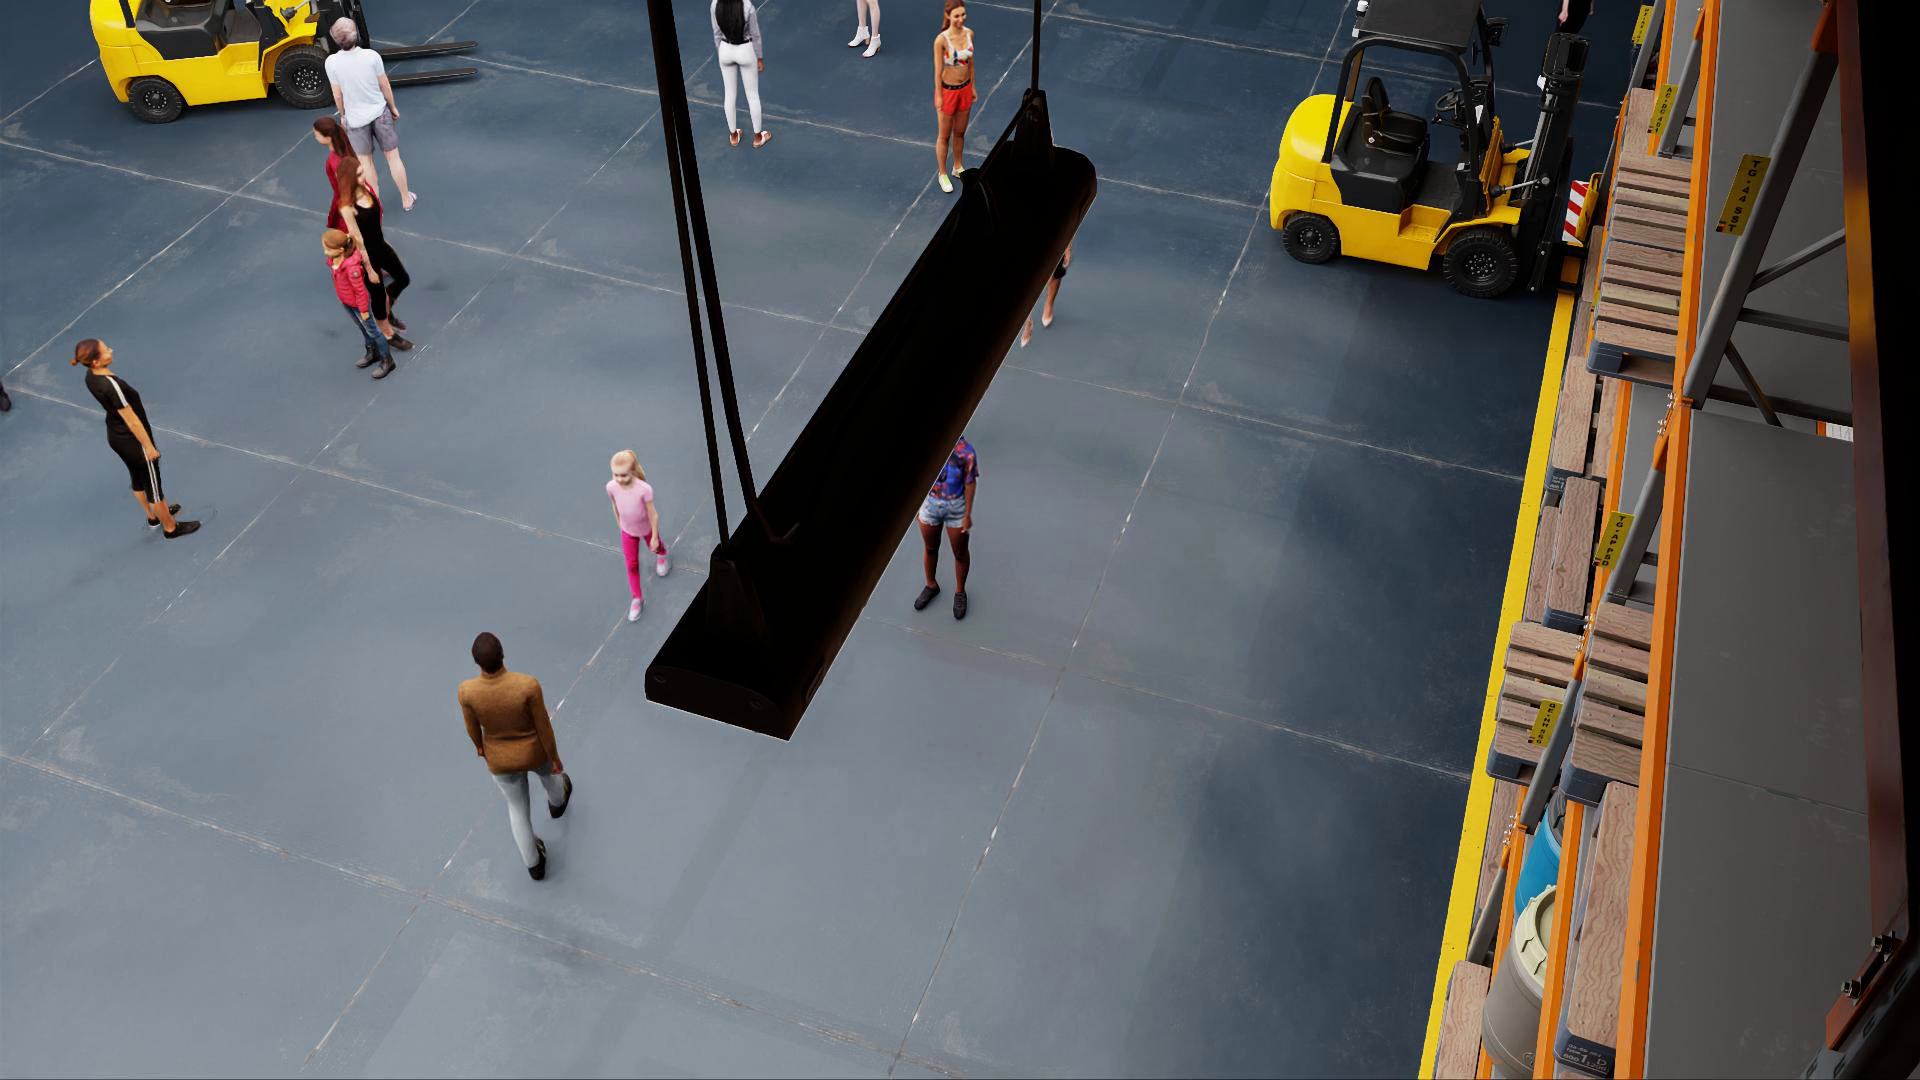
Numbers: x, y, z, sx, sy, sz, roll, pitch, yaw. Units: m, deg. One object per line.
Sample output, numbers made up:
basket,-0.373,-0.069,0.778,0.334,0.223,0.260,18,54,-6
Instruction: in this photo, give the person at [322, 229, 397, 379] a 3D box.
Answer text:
person,-4.708,-1.875,13.004,0.570,1.314,0.581,32,52,29

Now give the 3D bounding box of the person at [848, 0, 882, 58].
person,-0.969,-5.784,16.736,0.703,1.827,0.672,-24,48,-23

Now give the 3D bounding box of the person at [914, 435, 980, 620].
person,-0.097,-0.208,10.944,0.591,1.742,0.521,12,45,12

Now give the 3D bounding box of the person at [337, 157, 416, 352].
person,-4.703,-2.248,13.105,0.656,1.716,0.588,11,45,11

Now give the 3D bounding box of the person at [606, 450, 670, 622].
person,-2.149,-0.135,11.222,0.644,1.253,0.957,3,44,3

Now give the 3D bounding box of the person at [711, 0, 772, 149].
person,-2.054,-4.469,15.429,0.625,1.725,0.577,7,44,7

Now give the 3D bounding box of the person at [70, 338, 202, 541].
person,-5.755,-0.709,11.523,0.653,1.669,0.646,33,52,30

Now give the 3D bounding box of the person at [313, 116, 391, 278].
person,-4.970,-2.823,13.837,0.730,1.537,0.670,0,44,0

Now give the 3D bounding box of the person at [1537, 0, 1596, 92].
person,5.999,-5.223,16.208,0.640,1.742,0.717,-22,48,-21

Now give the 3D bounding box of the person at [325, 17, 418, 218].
person,-5.175,-3.692,14.535,0.738,1.832,0.774,-14,45,-14

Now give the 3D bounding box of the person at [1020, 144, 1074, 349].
person,0.720,-2.447,13.305,0.701,1.728,0.892,7,44,7

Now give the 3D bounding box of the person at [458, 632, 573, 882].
person,-2.490,1.275,9.353,0.921,1.789,1.076,-6,44,-6

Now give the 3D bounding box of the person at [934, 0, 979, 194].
person,-0.055,-4.001,14.890,0.662,1.791,0.742,-25,49,-24
